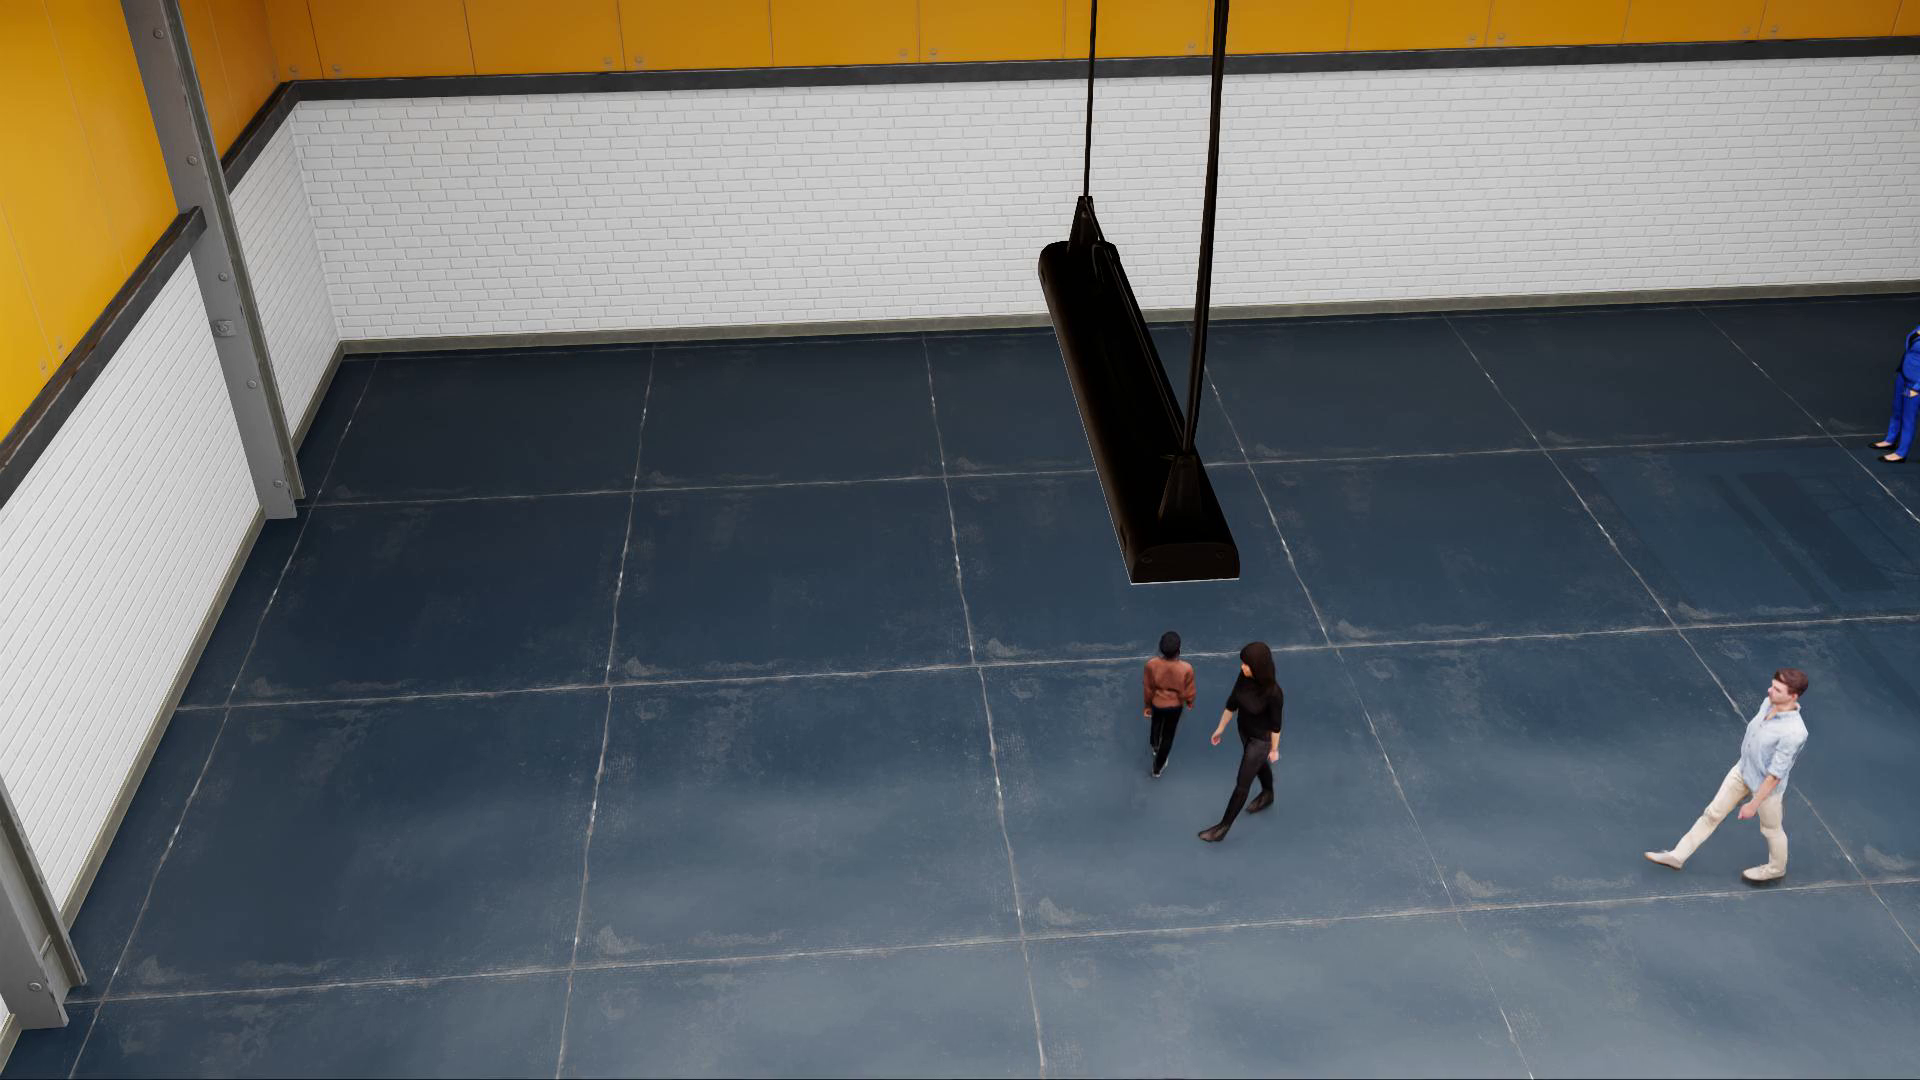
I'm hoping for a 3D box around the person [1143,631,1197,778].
[{"bbox_3d":[1.513,1.235,12.272,0.680,1.239,0.776,13,36,18],"label":"person"}]

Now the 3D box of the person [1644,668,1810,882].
[{"bbox_3d":[5.462,1.638,11.162,0.798,1.796,1.153,0,34,0],"label":"person"}]

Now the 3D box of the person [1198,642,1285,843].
[{"bbox_3d":[2.150,1.358,11.765,0.902,1.595,1.037,-19,38,-26],"label":"person"}]

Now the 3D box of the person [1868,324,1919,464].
[{"bbox_3d":[9.243,-1.550,16.047,0.723,1.699,0.543,4,34,6],"label":"person"}]
